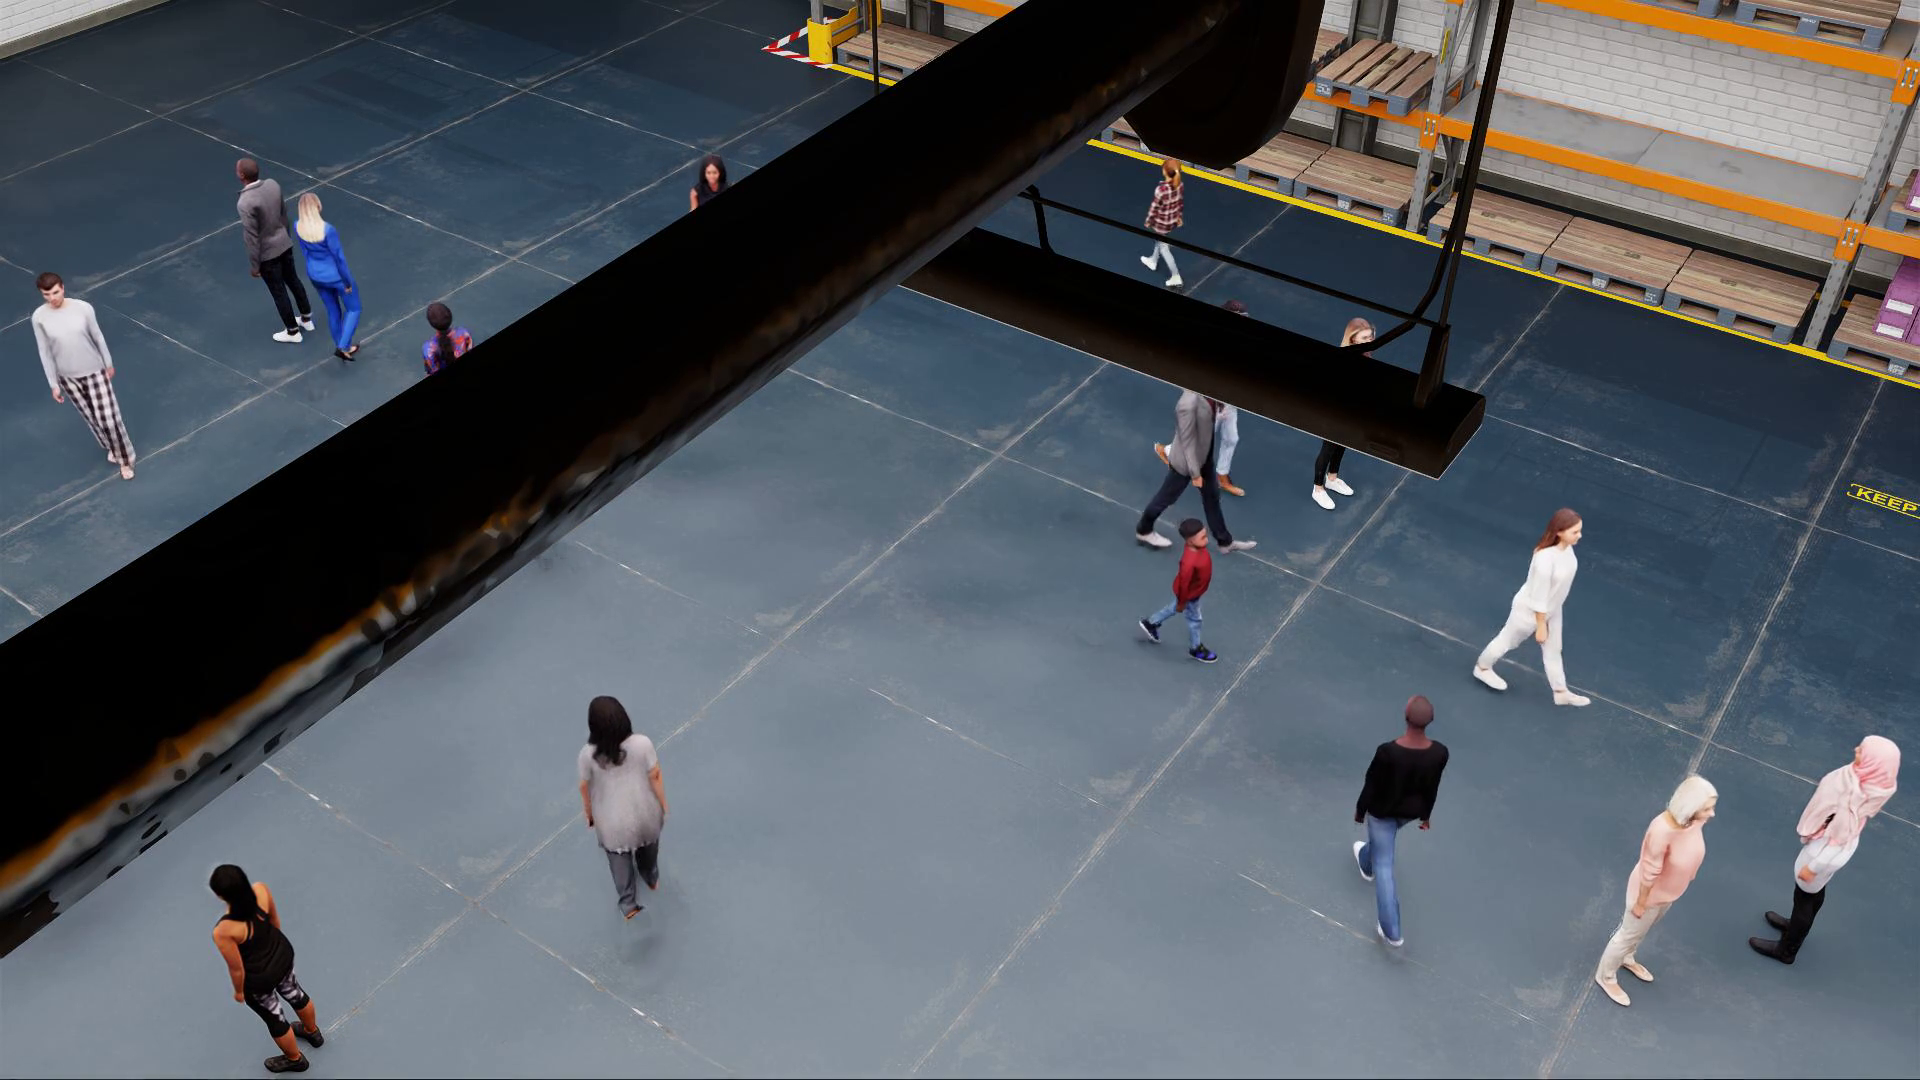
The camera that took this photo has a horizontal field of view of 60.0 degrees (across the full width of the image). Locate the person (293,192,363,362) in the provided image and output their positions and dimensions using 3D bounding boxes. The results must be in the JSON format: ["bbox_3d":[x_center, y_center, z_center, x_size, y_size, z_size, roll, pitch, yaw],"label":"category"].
[{"bbox_3d":[-5.712,-2.303,14.962,0.771,1.691,0.818,9,39,11],"label":"person"}]

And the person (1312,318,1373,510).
[{"bbox_3d":[3.080,-1.049,13.381,0.640,1.704,0.566,-31,48,-33],"label":"person"}]

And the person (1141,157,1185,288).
[{"bbox_3d":[2.045,-3.099,16.280,0.681,1.289,0.959,-27,46,-30],"label":"person"}]

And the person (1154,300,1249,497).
[{"bbox_3d":[2.008,-1.150,13.425,1.053,1.807,0.726,16,41,19],"label":"person"}]

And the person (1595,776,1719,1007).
[{"bbox_3d":[4.010,1.972,9.581,0.655,1.725,0.608,-27,46,-30],"label":"person"}]

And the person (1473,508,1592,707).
[{"bbox_3d":[3.938,0.441,11.562,1.078,1.645,0.707,29,47,31],"label":"person"}]

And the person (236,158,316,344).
[{"bbox_3d":[-6.320,-2.668,15.317,0.666,1.818,0.766,14,41,17],"label":"person"}]

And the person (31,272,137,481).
[{"bbox_3d":[-7.267,-1.425,13.750,0.916,1.831,1.024,-12,40,-15],"label":"person"}]

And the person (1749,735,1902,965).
[{"bbox_3d":[5.086,1.804,9.728,0.631,1.804,0.657,30,48,32],"label":"person"}]

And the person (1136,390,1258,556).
[{"bbox_3d":[1.692,-0.636,12.773,1.240,1.817,0.858,16,41,19],"label":"person"}]

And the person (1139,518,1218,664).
[{"bbox_3d":[1.595,0.334,12.021,0.895,1.240,0.690,8,39,10],"label":"person"}]

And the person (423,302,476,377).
[{"bbox_3d":[-4.017,-1.141,13.474,0.769,1.732,0.927,-23,44,-26],"label":"person"}]

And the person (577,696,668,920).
[{"bbox_3d":[-2.013,1.671,10.076,0.905,1.578,0.990,-10,40,-12],"label":"person"}]

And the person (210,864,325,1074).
[{"bbox_3d":[-3.842,2.342,9.170,0.618,1.660,0.639,10,40,12],"label":"person"}]

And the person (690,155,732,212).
[{"bbox_3d":[-2.276,-2.805,15.567,1.085,1.719,1.048,-1,39,-1],"label":"person"}]

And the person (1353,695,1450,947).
[{"bbox_3d":[2.624,1.679,9.957,1.120,1.715,1.133,-4,39,-5],"label":"person"}]
